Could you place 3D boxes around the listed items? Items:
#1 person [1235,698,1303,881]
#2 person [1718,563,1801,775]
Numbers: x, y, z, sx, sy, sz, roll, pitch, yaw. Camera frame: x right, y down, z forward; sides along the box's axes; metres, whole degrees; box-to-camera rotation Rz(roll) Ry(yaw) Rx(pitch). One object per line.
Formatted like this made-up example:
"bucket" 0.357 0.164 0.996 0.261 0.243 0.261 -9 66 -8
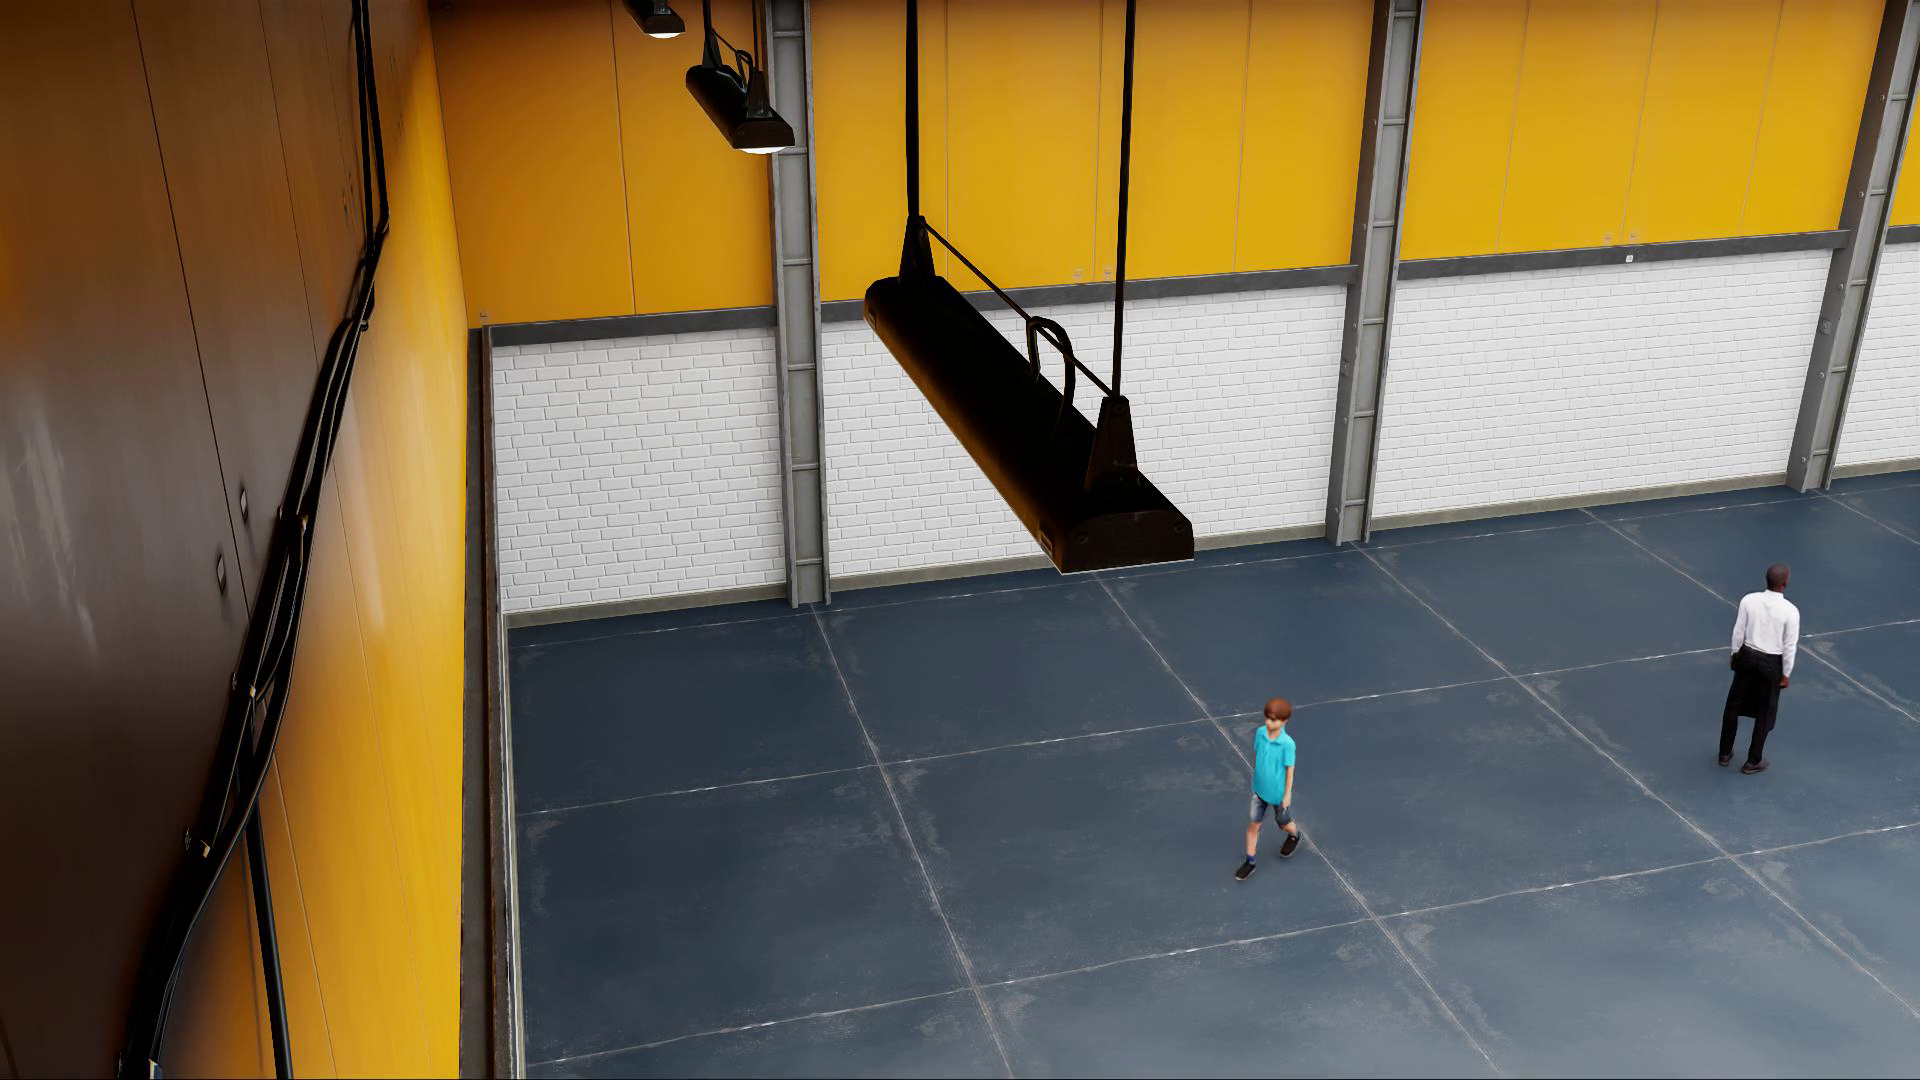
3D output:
"person" 2.362 1.813 12.357 0.843 1.424 1.018 20 31 38
"person" 6.536 1.041 13.609 0.717 1.837 0.717 21 31 40
